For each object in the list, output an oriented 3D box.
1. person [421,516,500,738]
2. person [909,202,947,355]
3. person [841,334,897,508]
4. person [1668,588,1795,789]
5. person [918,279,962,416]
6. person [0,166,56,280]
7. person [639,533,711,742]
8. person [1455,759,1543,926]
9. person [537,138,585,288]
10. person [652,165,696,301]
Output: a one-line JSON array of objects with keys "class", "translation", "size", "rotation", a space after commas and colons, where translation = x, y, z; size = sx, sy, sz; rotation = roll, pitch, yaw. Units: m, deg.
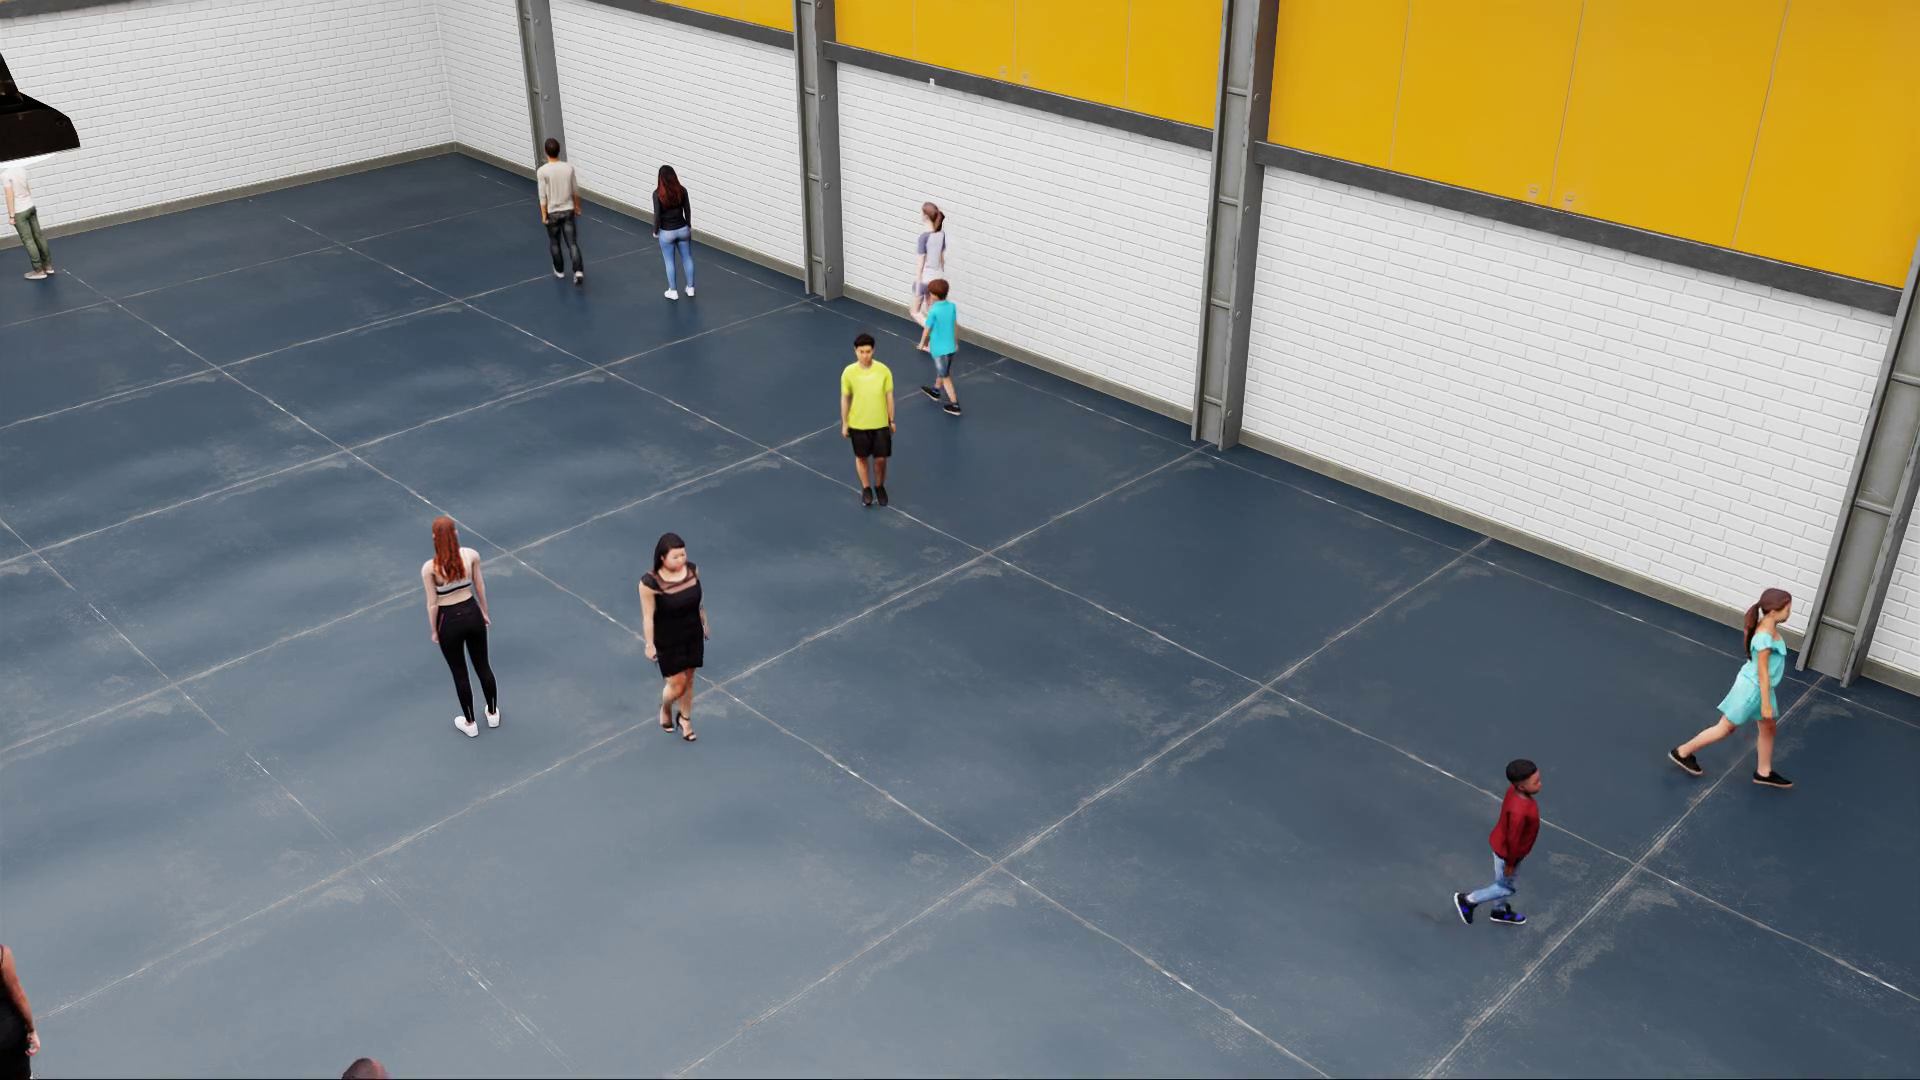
[{"class": "person", "translation": [-3.599, 0.616, 11.991], "size": [0.615, 1.742, 0.546], "rotation": [-19, 34, -31]}, {"class": "person", "translation": [-0.285, -2.825, 18.283], "size": [0.735, 1.757, 0.596], "rotation": [23, 36, 36]}, {"class": "person", "translation": [-0.841, -1.127, 15.237], "size": [0.783, 1.694, 0.832], "rotation": [-2, 29, -4]}, {"class": "person", "translation": [5.383, 1.027, 11.457], "size": [1.103, 1.531, 0.749], "rotation": [15, 32, 25]}, {"class": "person", "translation": [-0.132, -1.954, 17.043], "size": [0.872, 1.416, 0.535], "rotation": [24, 37, 36]}, {"class": "person", "translation": [-11.660, -4.087, 20.704], "size": [0.699, 1.655, 0.667], "rotation": [5, 29, 9]}, {"class": "person", "translation": [-2.080, 0.689, 11.895], "size": [0.633, 1.705, 0.659], "rotation": [25, 38, 38]}, {"class": "person", "translation": [3.314, 1.866, 10.219], "size": [0.771, 1.245, 0.671], "rotation": [7, 29, 13]}, {"class": "person", "translation": [-4.862, -3.981, 20.377], "size": [0.894, 1.781, 1.191], "rotation": [-14, 31, -23]}, {"class": "person", "translation": [-3.446, -3.718, 20.049], "size": [0.700, 1.633, 0.659], "rotation": [-14, 32, -24]}]
